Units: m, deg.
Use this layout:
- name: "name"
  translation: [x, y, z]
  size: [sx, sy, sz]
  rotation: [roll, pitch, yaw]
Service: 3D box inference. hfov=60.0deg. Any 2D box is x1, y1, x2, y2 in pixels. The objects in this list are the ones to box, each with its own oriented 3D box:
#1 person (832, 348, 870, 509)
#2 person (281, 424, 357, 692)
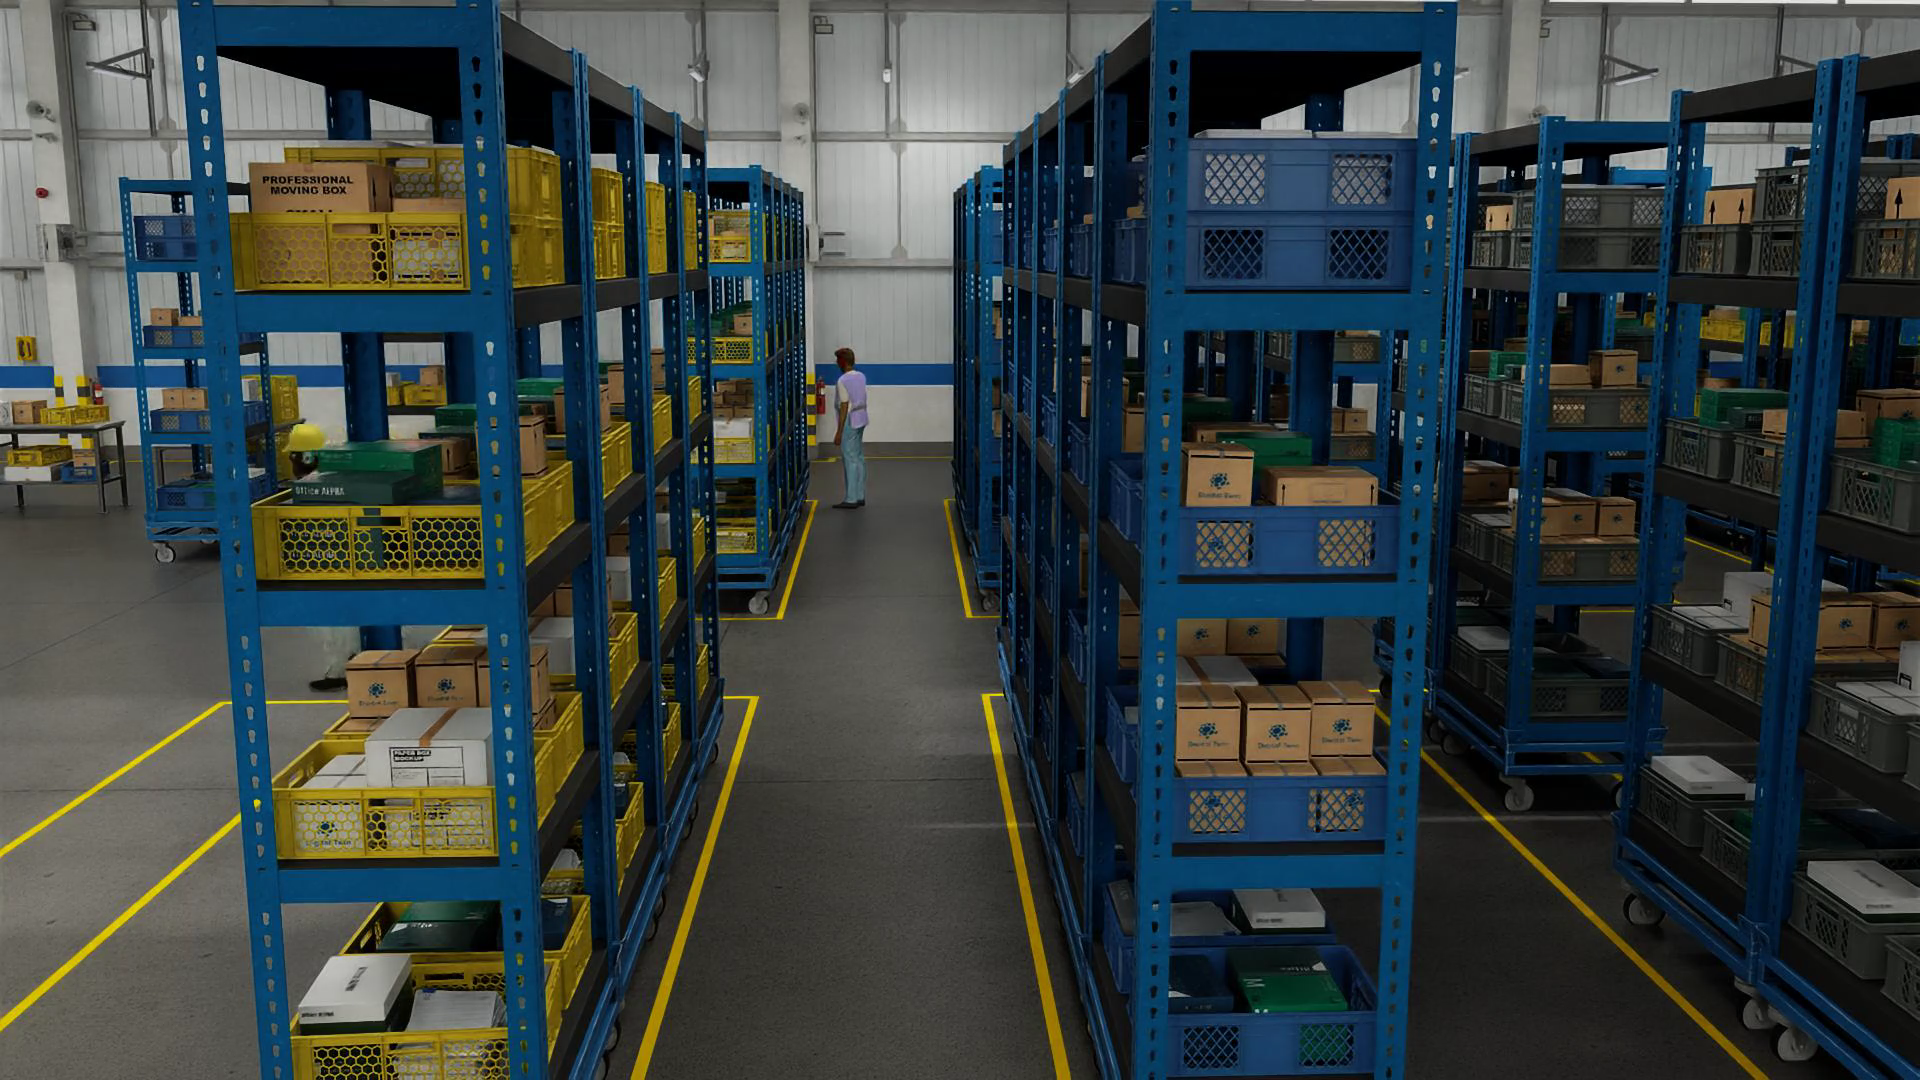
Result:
- name: "person"
  translation: [-1.245, -1.270, 18.992]
  size: [0.390, 1.838, 0.563]
  rotation: [4, 11, 21]
- name: "person"
  translation: [-4.257, 0.128, 11.080]
  size: [0.427, 1.814, 0.612]
  rotation: [-1, 10, -7]
